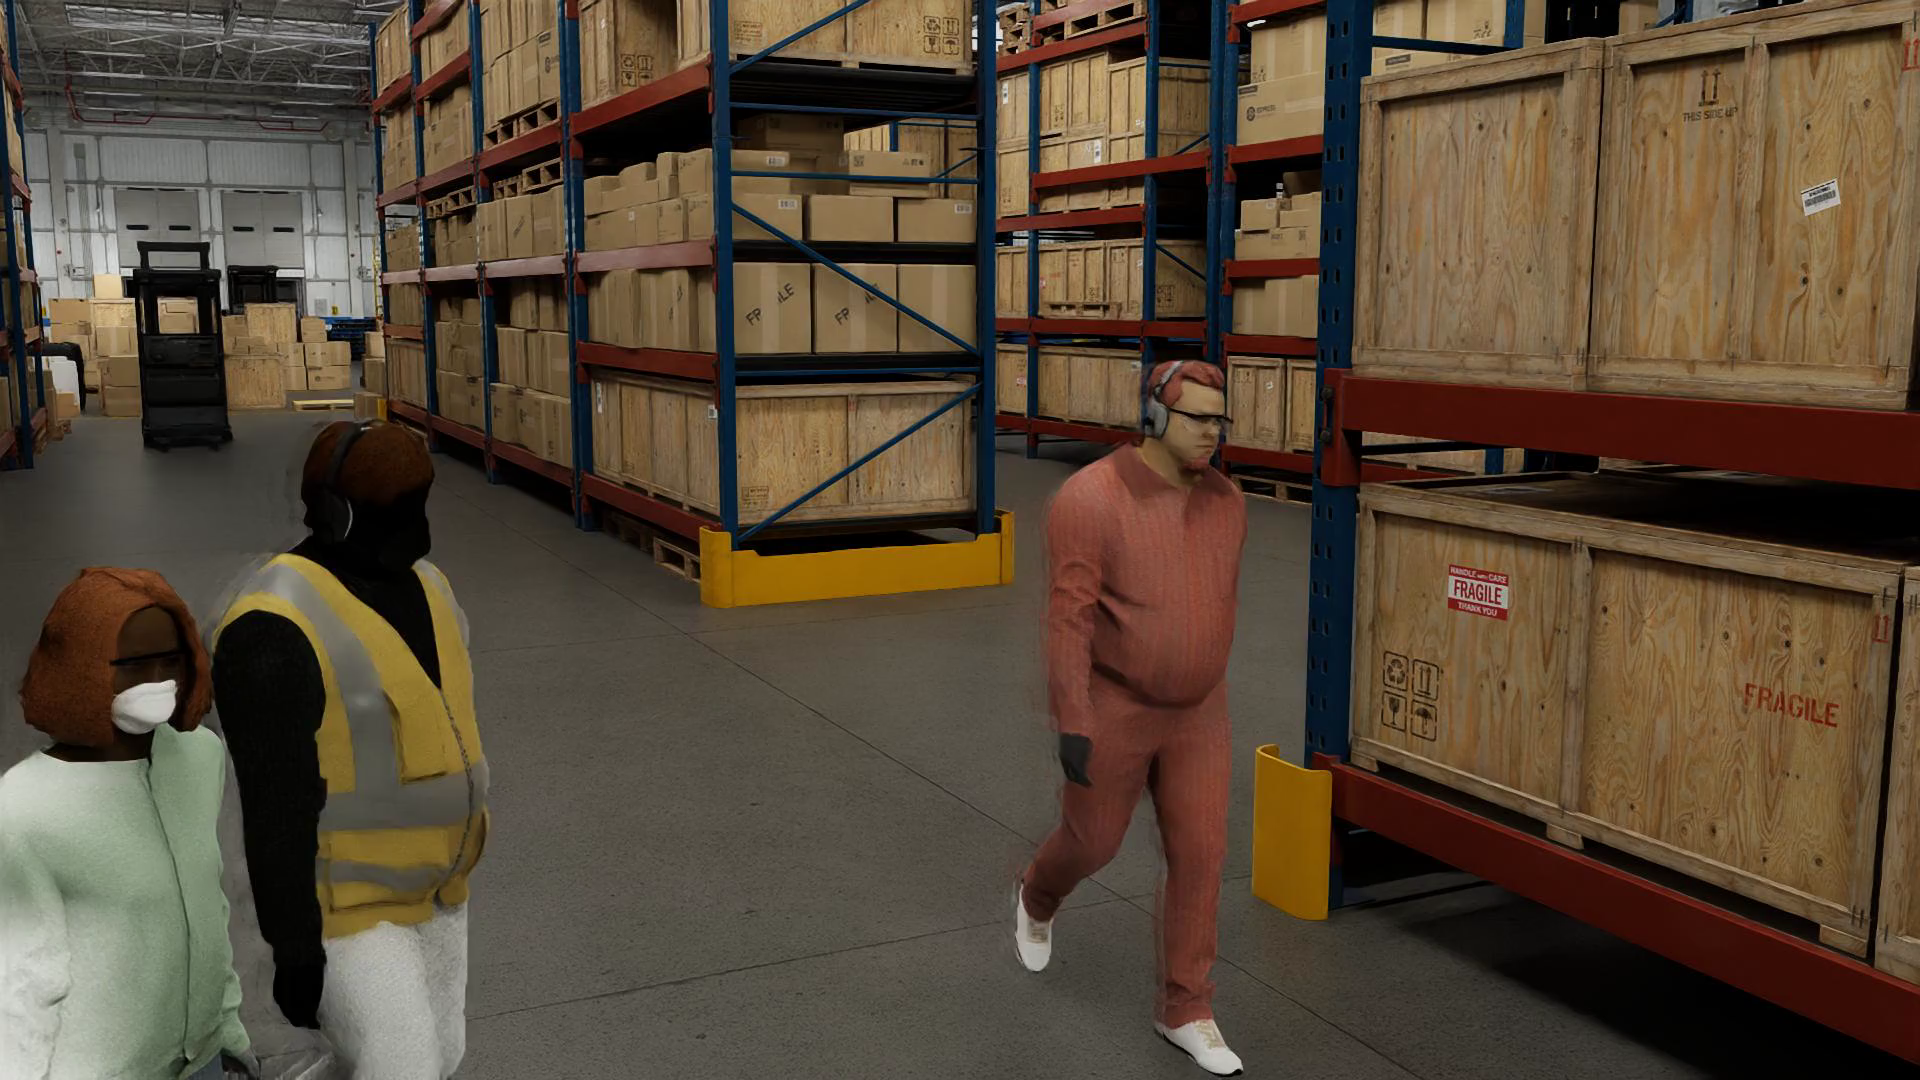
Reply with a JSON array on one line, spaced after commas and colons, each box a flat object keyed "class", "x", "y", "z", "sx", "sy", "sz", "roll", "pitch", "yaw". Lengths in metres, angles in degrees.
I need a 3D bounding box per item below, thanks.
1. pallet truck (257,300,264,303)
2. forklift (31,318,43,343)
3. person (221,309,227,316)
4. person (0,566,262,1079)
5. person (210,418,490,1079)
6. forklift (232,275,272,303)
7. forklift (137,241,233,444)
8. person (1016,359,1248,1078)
[{"class": "pallet truck", "x": -23.913, "y": -7.404, "z": 58.171, "sx": 1.885, "sy": 1.965, "sz": 0.823, "roll": -1, "pitch": 8, "yaw": -9}, {"class": "forklift", "x": -30.587, "y": -7.279, "z": 54.283, "sx": 1.129, "sy": 2.768, "sz": 1.873, "roll": -4, "pitch": 9, "yaw": -26}, {"class": "person", "x": -24.786, "y": -6.958, "z": 56.211, "sx": 0.626, "sy": 1.682, "sz": 0.540, "roll": 3, "pitch": 9, "yaw": 23}, {"class": "person", "x": -1.254, "y": 0.845, "z": 2.541, "sx": 0.276, "sy": 1.631, "sz": 0.507, "roll": 2, "pitch": 8, "yaw": 11}, {"class": "person", "x": -1.196, "y": 0.664, "z": 3.212, "sx": 0.689, "sy": 1.811, "sz": 0.632, "roll": 2, "pitch": 8, "yaw": 13}, {"class": "forklift", "x": -17.112, "y": -5.252, "z": 40.304, "sx": 1.129, "sy": 2.768, "sz": 1.873, "roll": -4, "pitch": 9, "yaw": -26}, {"class": "forklift", "x": -11.065, "y": -2.828, "z": 23.589, "sx": 1.129, "sy": 2.768, "sz": 1.873, "roll": -4, "pitch": 9, "yaw": -26}, {"class": "person", "x": 0.478, "y": 0.434, "z": 4.569, "sx": 0.651, "sy": 1.870, "sz": 0.851, "roll": -4, "pitch": 9, "yaw": -23}]
